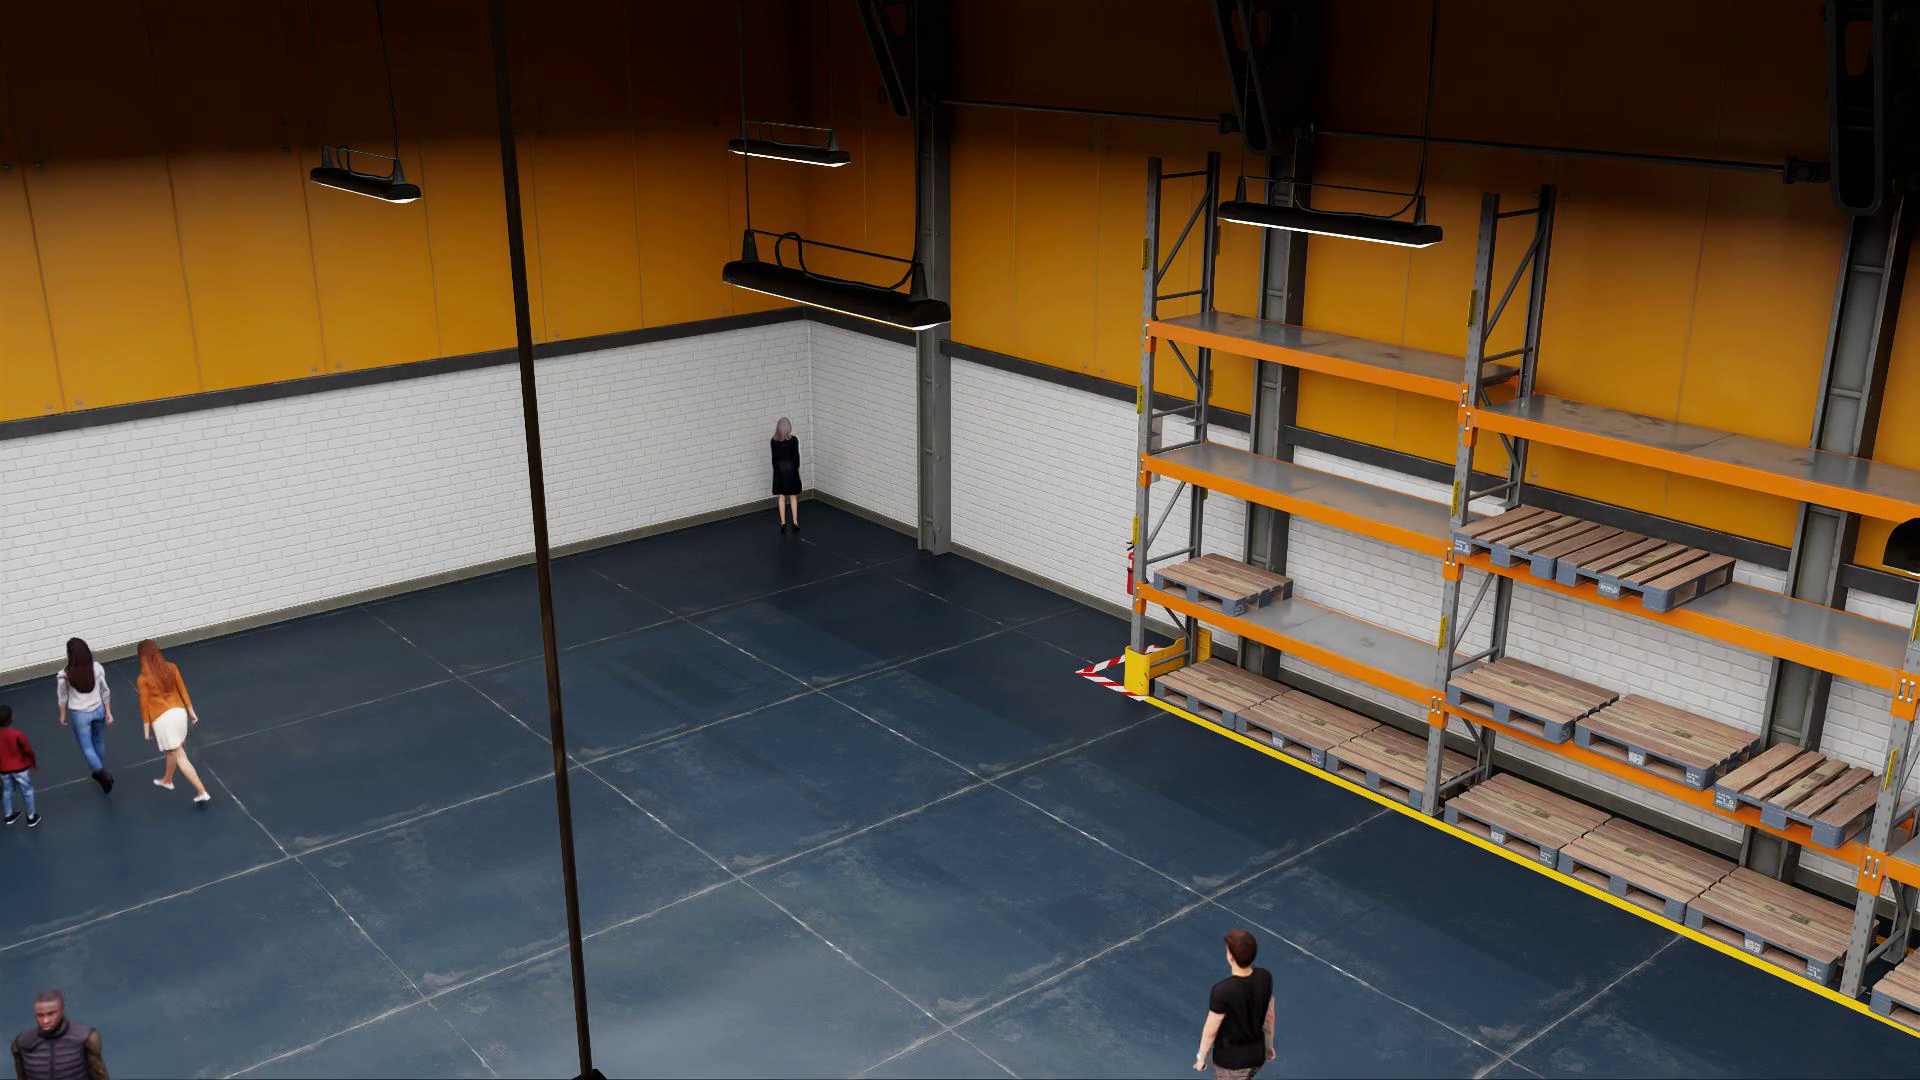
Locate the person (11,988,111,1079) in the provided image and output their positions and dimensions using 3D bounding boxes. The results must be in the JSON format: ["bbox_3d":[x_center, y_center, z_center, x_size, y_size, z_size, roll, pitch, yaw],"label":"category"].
[{"bbox_3d":[-5.671,3.630,10.649,0.992,1.811,1.119,-3,19,-10],"label":"person"}]

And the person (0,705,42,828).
[{"bbox_3d":[-9.010,2.173,15.854,0.637,1.250,0.691,-2,19,-5],"label":"person"}]

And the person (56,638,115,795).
[{"bbox_3d":[-8.613,1.772,16.489,1.017,1.606,0.709,15,24,38],"label":"person"}]

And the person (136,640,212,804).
[{"bbox_3d":[-7.673,1.824,16.262,1.236,1.652,0.995,10,21,27],"label":"person"}]

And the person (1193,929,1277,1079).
[{"bbox_3d":[1.909,3.471,11.057,0.748,1.852,0.728,-11,22,-30],"label":"person"}]

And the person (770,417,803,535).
[{"bbox_3d":[-2.547,-0.957,24.373,0.699,1.747,0.749,0,19,1],"label":"person"}]
